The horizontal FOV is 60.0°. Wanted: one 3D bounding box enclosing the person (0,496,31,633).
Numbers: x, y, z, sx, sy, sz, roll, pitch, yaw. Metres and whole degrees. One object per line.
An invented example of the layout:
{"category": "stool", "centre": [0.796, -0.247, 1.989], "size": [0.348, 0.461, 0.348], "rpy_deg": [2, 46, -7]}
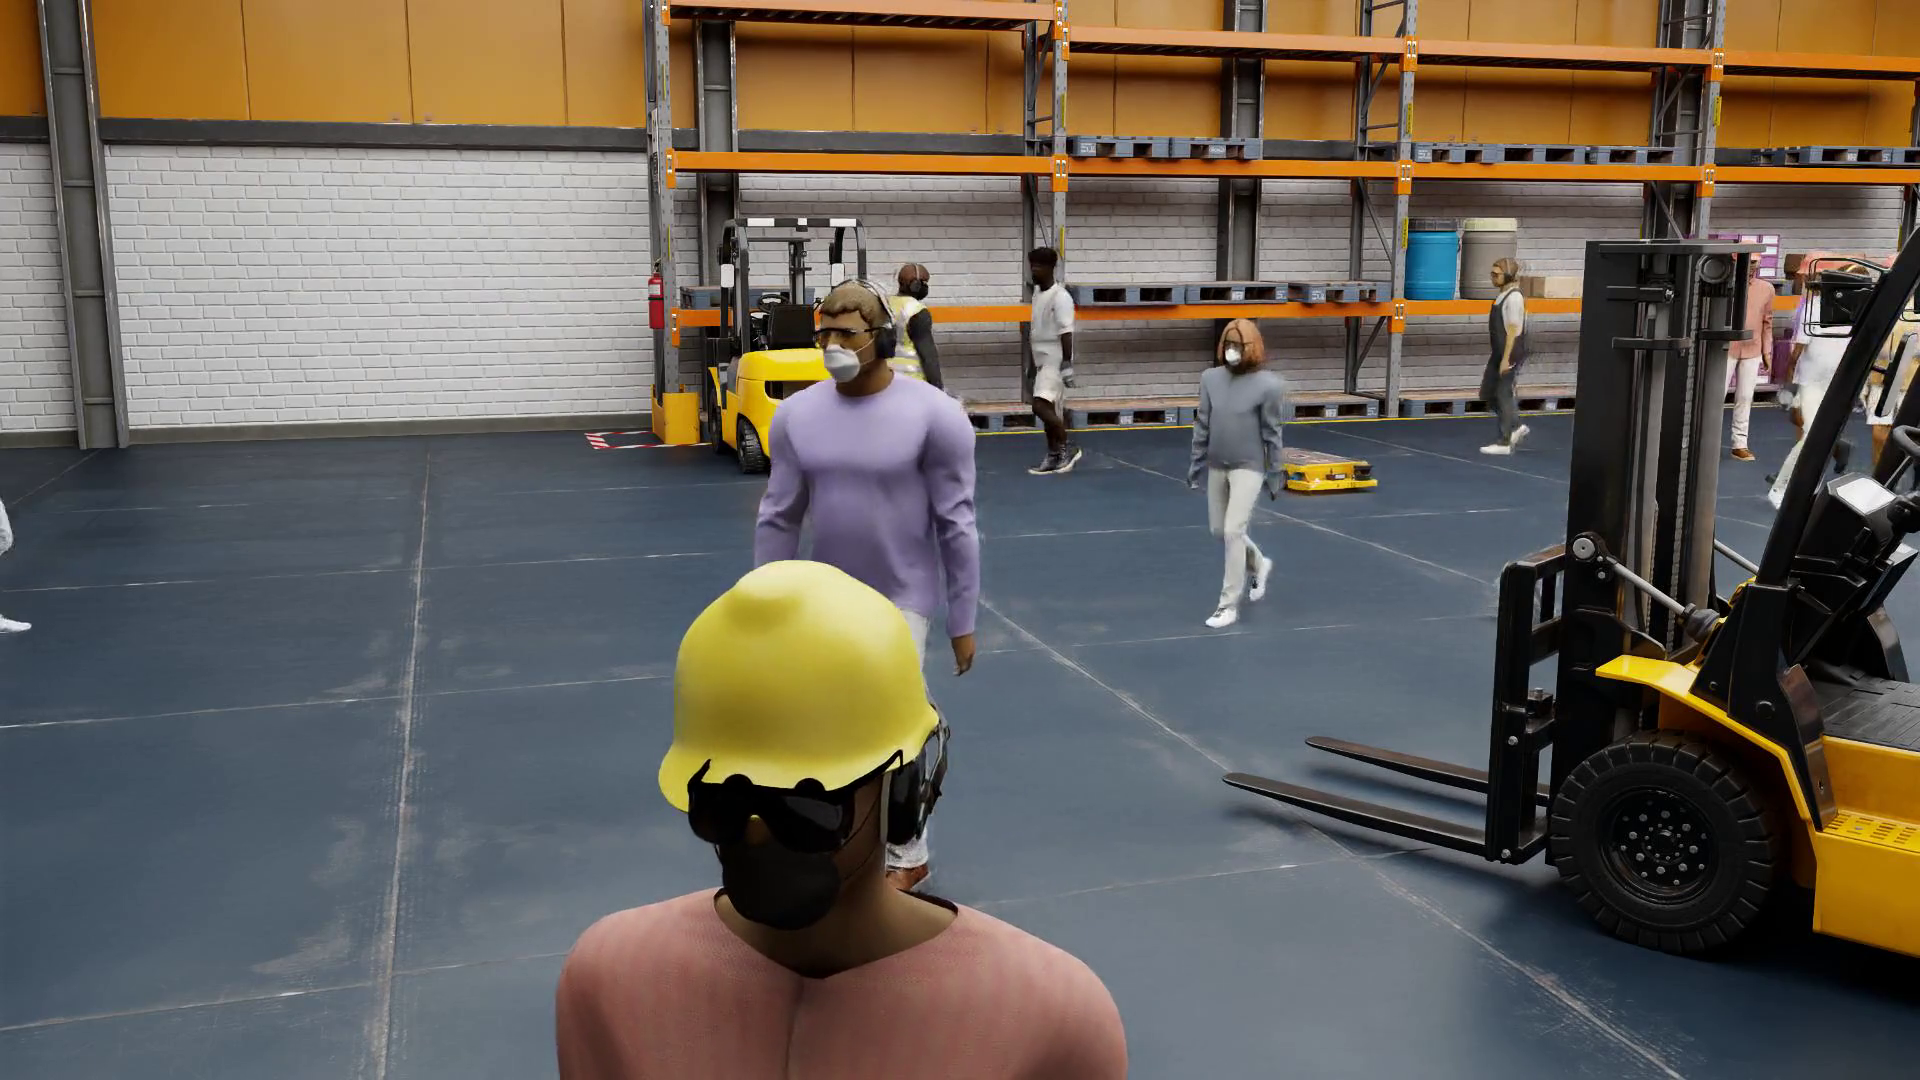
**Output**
{"category": "person", "centre": [-4.996, -0.345, 8.290], "size": [0.457, 1.730, 0.500], "rpy_deg": [-9, 14, -41]}

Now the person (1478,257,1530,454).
{"category": "person", "centre": [5.071, -1.700, 15.461], "size": [0.437, 1.833, 0.504], "rpy_deg": [0, 10, 0]}

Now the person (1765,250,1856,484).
{"category": "person", "centre": [7.048, -1.408, 13.635], "size": [0.736, 1.919, 0.557], "rpy_deg": [-1, 10, -8]}

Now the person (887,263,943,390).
{"category": "person", "centre": [-0.291, -1.207, 12.804], "size": [0.820, 1.810, 0.663], "rpy_deg": [-5, 12, -27]}

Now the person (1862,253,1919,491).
{"category": "person", "centre": [6.986, -1.162, 12.341], "size": [0.778, 1.905, 0.586], "rpy_deg": [-8, 13, -38]}

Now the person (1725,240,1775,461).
{"category": "person", "centre": [7.017, -1.697, 14.998], "size": [0.621, 1.992, 0.397], "rpy_deg": [0, 10, 0]}

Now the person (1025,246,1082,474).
{"category": "person", "centre": [0.745, -1.507, 14.090], "size": [0.422, 1.946, 0.619], "rpy_deg": [-3, 11, -15]}

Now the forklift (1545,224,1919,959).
{"category": "forklift", "centre": [2.909, 0.117, 4.508], "size": [2.313, 2.155, 1.214], "rpy_deg": [9, 14, 40]}

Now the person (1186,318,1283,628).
{"category": "person", "centre": [1.501, -0.377, 8.812], "size": [0.501, 1.607, 0.695], "rpy_deg": [10, 14, 43]}

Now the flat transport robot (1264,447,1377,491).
{"category": "flat transport robot", "centre": [2.741, -0.605, 13.744], "size": [0.652, 0.197, 1.431], "rpy_deg": [-5, 11, -23]}

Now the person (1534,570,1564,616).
{"category": "person", "centre": [3.372, -0.429, 8.500], "size": [0.732, 1.840, 0.519], "rpy_deg": [2, 10, 10]}

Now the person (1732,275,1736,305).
{"category": "person", "centre": [5.085, -0.954, 11.484], "size": [0.466, 1.821, 0.589], "rpy_deg": [3, 11, 16]}

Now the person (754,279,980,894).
{"category": "person", "centre": [-0.331, 0.230, 4.701], "size": [0.647, 1.892, 0.968], "rpy_deg": [6, 12, 28]}

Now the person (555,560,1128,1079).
{"category": "person", "centre": [-0.120, 0.883, 1.489], "size": [0.533, 1.767, 0.326], "rpy_deg": [2, 10, 10]}

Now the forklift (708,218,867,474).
{"category": "forklift", "centre": [-1.522, -1.778, 14.899], "size": [1.214, 2.155, 2.313], "rpy_deg": [-3, 11, -17]}

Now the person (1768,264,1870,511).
{"category": "person", "centre": [6.288, -1.089, 12.126], "size": [0.582, 1.828, 0.528], "rpy_deg": [-3, 11, -14]}
